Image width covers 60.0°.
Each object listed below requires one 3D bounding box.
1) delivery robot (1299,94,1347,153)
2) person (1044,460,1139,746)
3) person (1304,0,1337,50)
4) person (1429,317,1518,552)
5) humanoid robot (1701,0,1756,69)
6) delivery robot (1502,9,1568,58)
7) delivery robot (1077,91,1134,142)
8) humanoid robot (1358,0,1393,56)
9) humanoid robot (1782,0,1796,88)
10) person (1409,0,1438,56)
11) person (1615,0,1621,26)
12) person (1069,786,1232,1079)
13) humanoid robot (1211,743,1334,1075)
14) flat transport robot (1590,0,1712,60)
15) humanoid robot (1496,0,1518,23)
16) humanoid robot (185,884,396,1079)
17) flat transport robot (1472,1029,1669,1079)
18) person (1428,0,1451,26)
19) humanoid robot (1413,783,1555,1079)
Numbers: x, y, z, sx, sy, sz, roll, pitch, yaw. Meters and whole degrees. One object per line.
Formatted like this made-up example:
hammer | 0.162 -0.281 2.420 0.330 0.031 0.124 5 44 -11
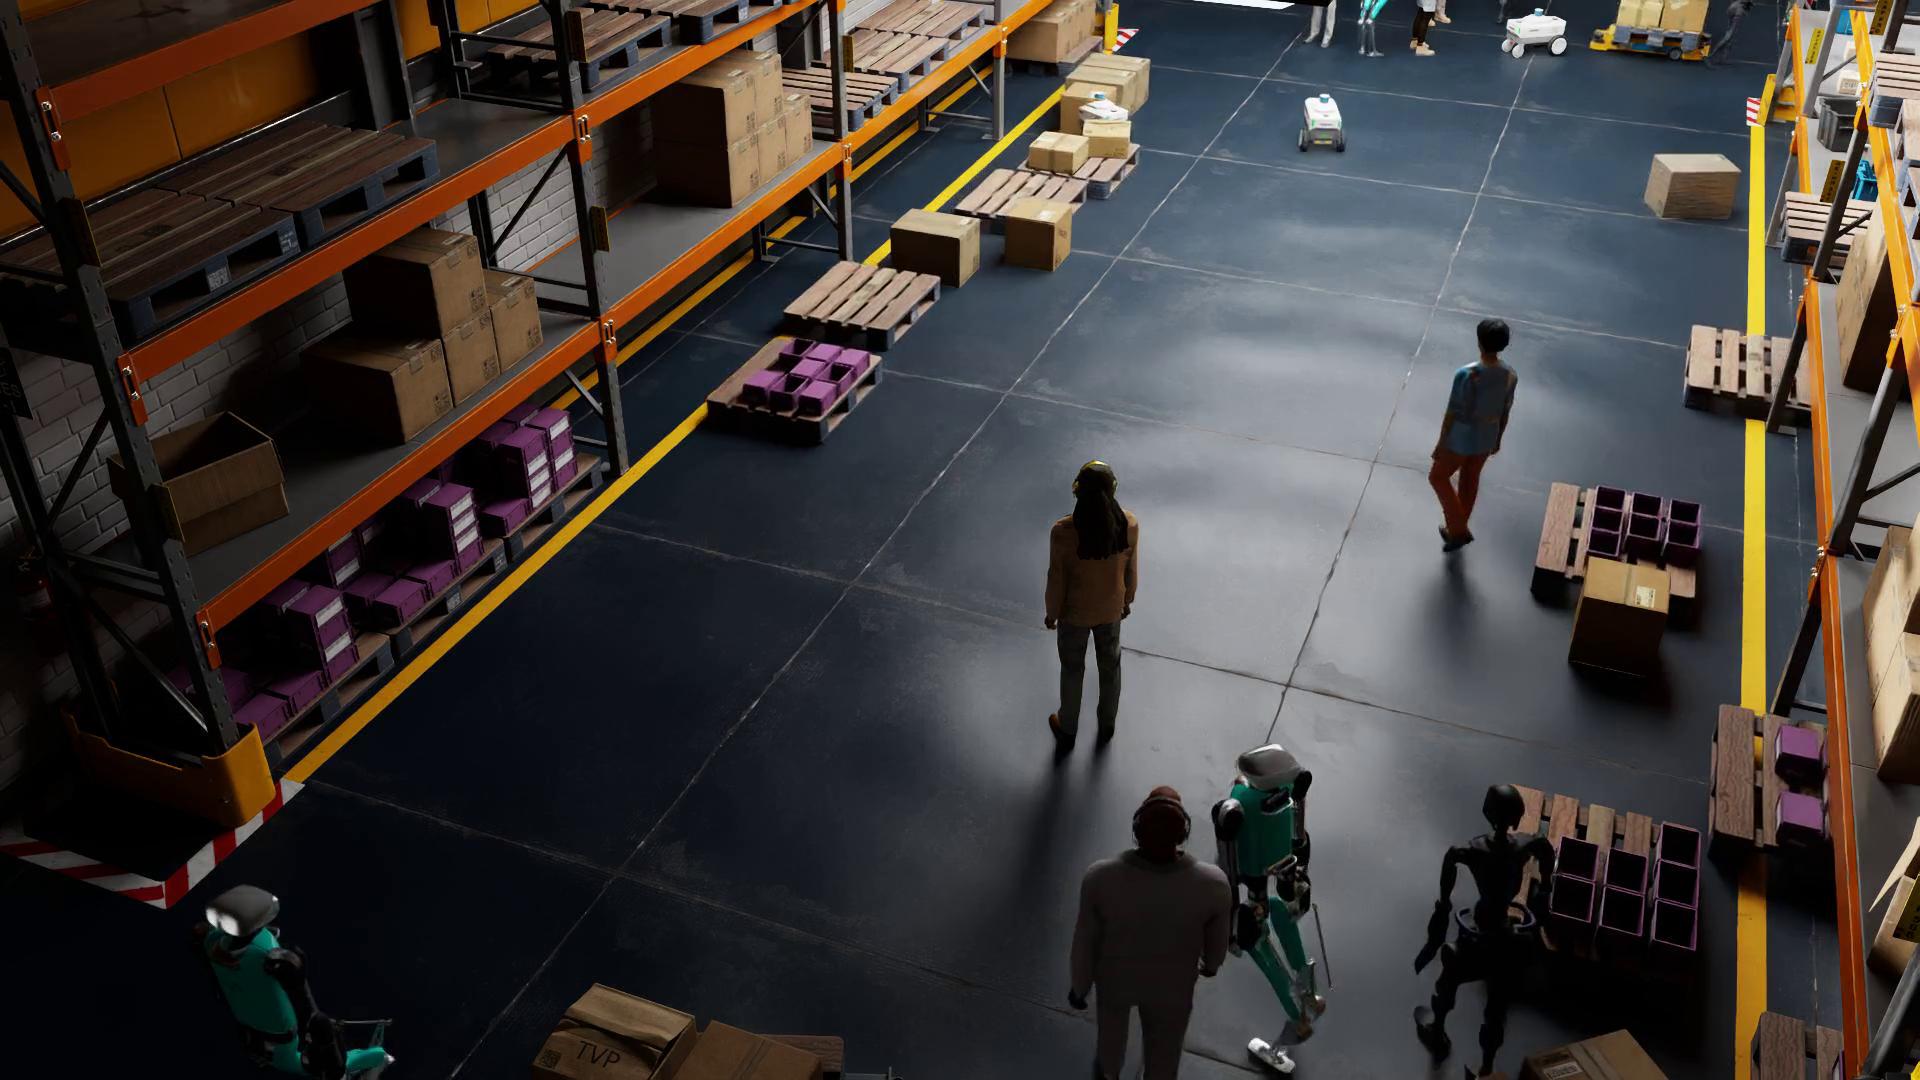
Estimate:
delivery robot | 4.035 -4.654 18.534 0.499 0.598 0.801 2 33 3
person | 0.754 0.382 9.523 0.553 1.877 0.413 -9 34 -14
person | 4.716 -7.288 21.411 0.571 1.871 0.629 14 35 20
person | 3.469 -0.679 11.275 0.517 1.750 0.451 -8 34 -13
humanoid robot | 9.668 -6.717 20.695 0.468 1.646 0.589 17 37 25
delivery robot | 7.420 -6.546 21.447 0.774 0.581 0.499 -8 34 -12
delivery robot | 1.561 -4.720 18.625 0.521 0.586 0.745 -22 39 -30
humanoid robot | 5.291 -7.001 21.075 0.548 1.771 0.737 21 38 29
humanoid robot | 10.161 -6.208 19.887 0.735 1.823 0.531 5 33 7
person | 5.996 -7.051 21.192 0.320 1.692 0.533 -1 33 -2
person | 8.920 -7.473 21.837 0.536 1.716 0.922 18 37 26
person | 0.824 1.805 7.311 0.673 1.879 0.779 2 33 3
humanoid robot | 1.480 1.801 7.511 0.554 1.827 0.726 -21 38 -29
flat transport robot | 8.976 -6.476 21.615 1.431 0.231 0.659 13 35 19
humanoid robot | 7.504 -7.763 22.324 0.601 1.635 0.657 9 34 14
humanoid robot | -2.702 2.068 7.130 0.543 1.895 0.772 12 35 18
flat transport robot | 2.391 3.031 6.901 0.659 0.231 1.431 -10 34 -15
person | 6.512 -7.832 22.319 0.460 1.781 0.306 -17 37 -25
humanoid robot | 2.379 1.784 7.547 0.613 1.633 0.638 -6 33 -9
